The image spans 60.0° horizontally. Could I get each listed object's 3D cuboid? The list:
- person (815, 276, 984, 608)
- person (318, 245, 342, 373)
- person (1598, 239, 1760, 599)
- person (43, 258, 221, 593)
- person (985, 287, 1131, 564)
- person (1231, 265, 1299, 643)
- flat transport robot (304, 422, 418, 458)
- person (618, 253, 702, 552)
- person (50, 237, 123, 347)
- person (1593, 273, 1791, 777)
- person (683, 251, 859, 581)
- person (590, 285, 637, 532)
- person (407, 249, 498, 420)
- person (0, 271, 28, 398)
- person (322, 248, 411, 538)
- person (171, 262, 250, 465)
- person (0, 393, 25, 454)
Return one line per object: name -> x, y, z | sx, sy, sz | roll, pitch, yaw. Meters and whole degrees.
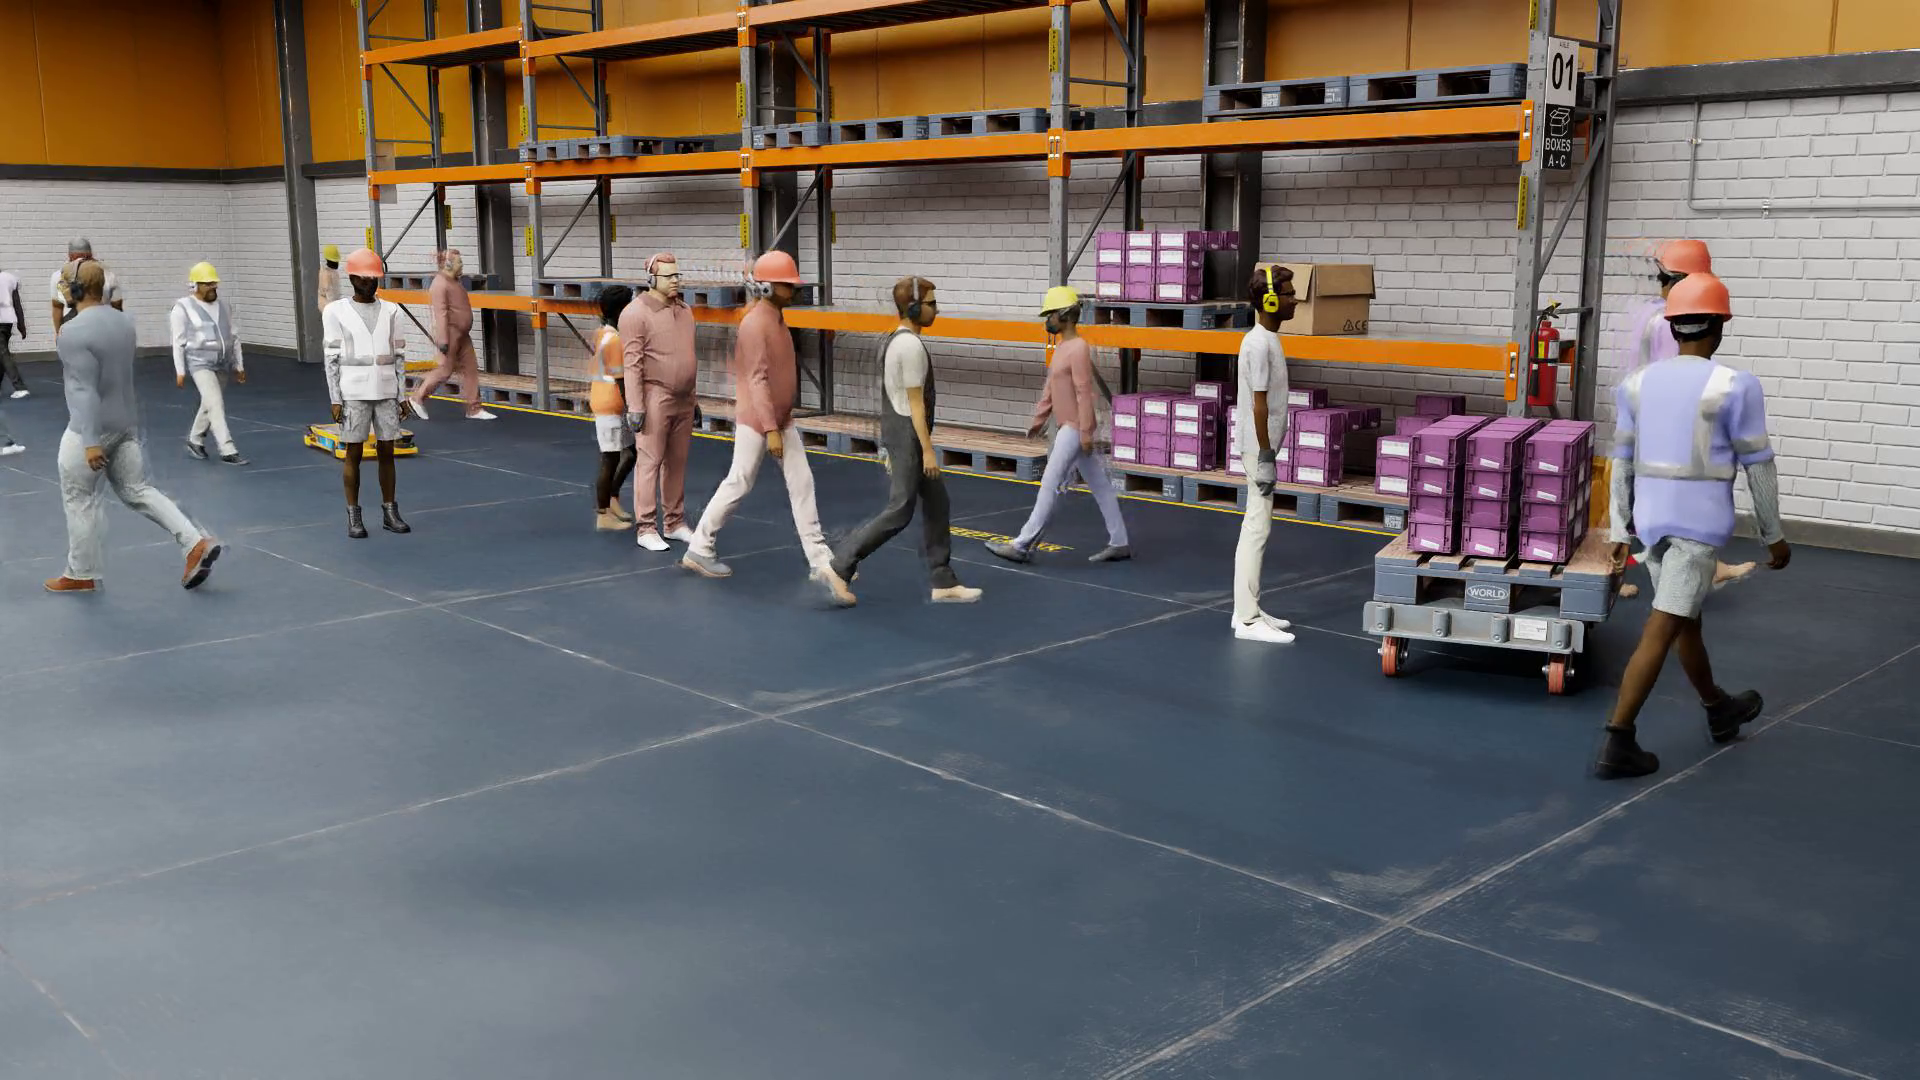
person -> -0.335, -0.519, 9.008 | 0.868, 1.815, 0.515 | -1, 10, -4
person -> -9.227, -3.382, 24.456 | 0.385, 1.877, 0.710 | -3, 11, -15
person -> 3.952, -0.631, 9.118 | 1.019, 1.989, 0.620 | 3, 11, 13
person -> -4.731, -0.625, 9.341 | 0.932, 1.909, 0.638 | 1, 10, 4
person -> 0.628, -0.684, 10.186 | 0.963, 1.701, 0.530 | -1, 10, -6
person -> 1.540, -0.432, 8.358 | 0.325, 1.871, 0.545 | 1, 10, 8
flat transport robot -> -5.610, -0.946, 15.532 | 0.652, 0.197, 1.431 | -7, 13, -34
person -> -1.899, -0.893, 10.780 | 0.404, 1.906, 0.651 | 6, 12, 30
person -> -9.616, -2.347, 18.342 | 0.703, 2.000, 0.974 | -6, 12, -30
person -> 2.794, -0.064, 6.332 | 1.042, 1.869, 0.554 | -6, 12, -28
person -> -1.168, -0.702, 9.677 | 1.058, 1.943, 0.613 | 3, 11, 16
person -> -2.346, -0.887, 11.351 | 0.396, 1.684, 0.530 | -2, 11, -13
person -> -5.600, -2.236, 18.197 | 0.885, 1.878, 0.646 | 1, 10, 5
person -> -12.034, -2.699, 20.788 | 1.027, 1.860, 0.598 | 5, 12, 26
person -> -3.978, -0.988, 11.213 | 0.544, 1.938, 0.356 | -8, 13, -38
person -> -6.706, -1.575, 14.817 | 0.910, 1.796, 0.604 | 5, 12, 27
person -> -8.942, -1.518, 15.065 | 0.509, 1.585, 0.869 | 2, 11, 11
